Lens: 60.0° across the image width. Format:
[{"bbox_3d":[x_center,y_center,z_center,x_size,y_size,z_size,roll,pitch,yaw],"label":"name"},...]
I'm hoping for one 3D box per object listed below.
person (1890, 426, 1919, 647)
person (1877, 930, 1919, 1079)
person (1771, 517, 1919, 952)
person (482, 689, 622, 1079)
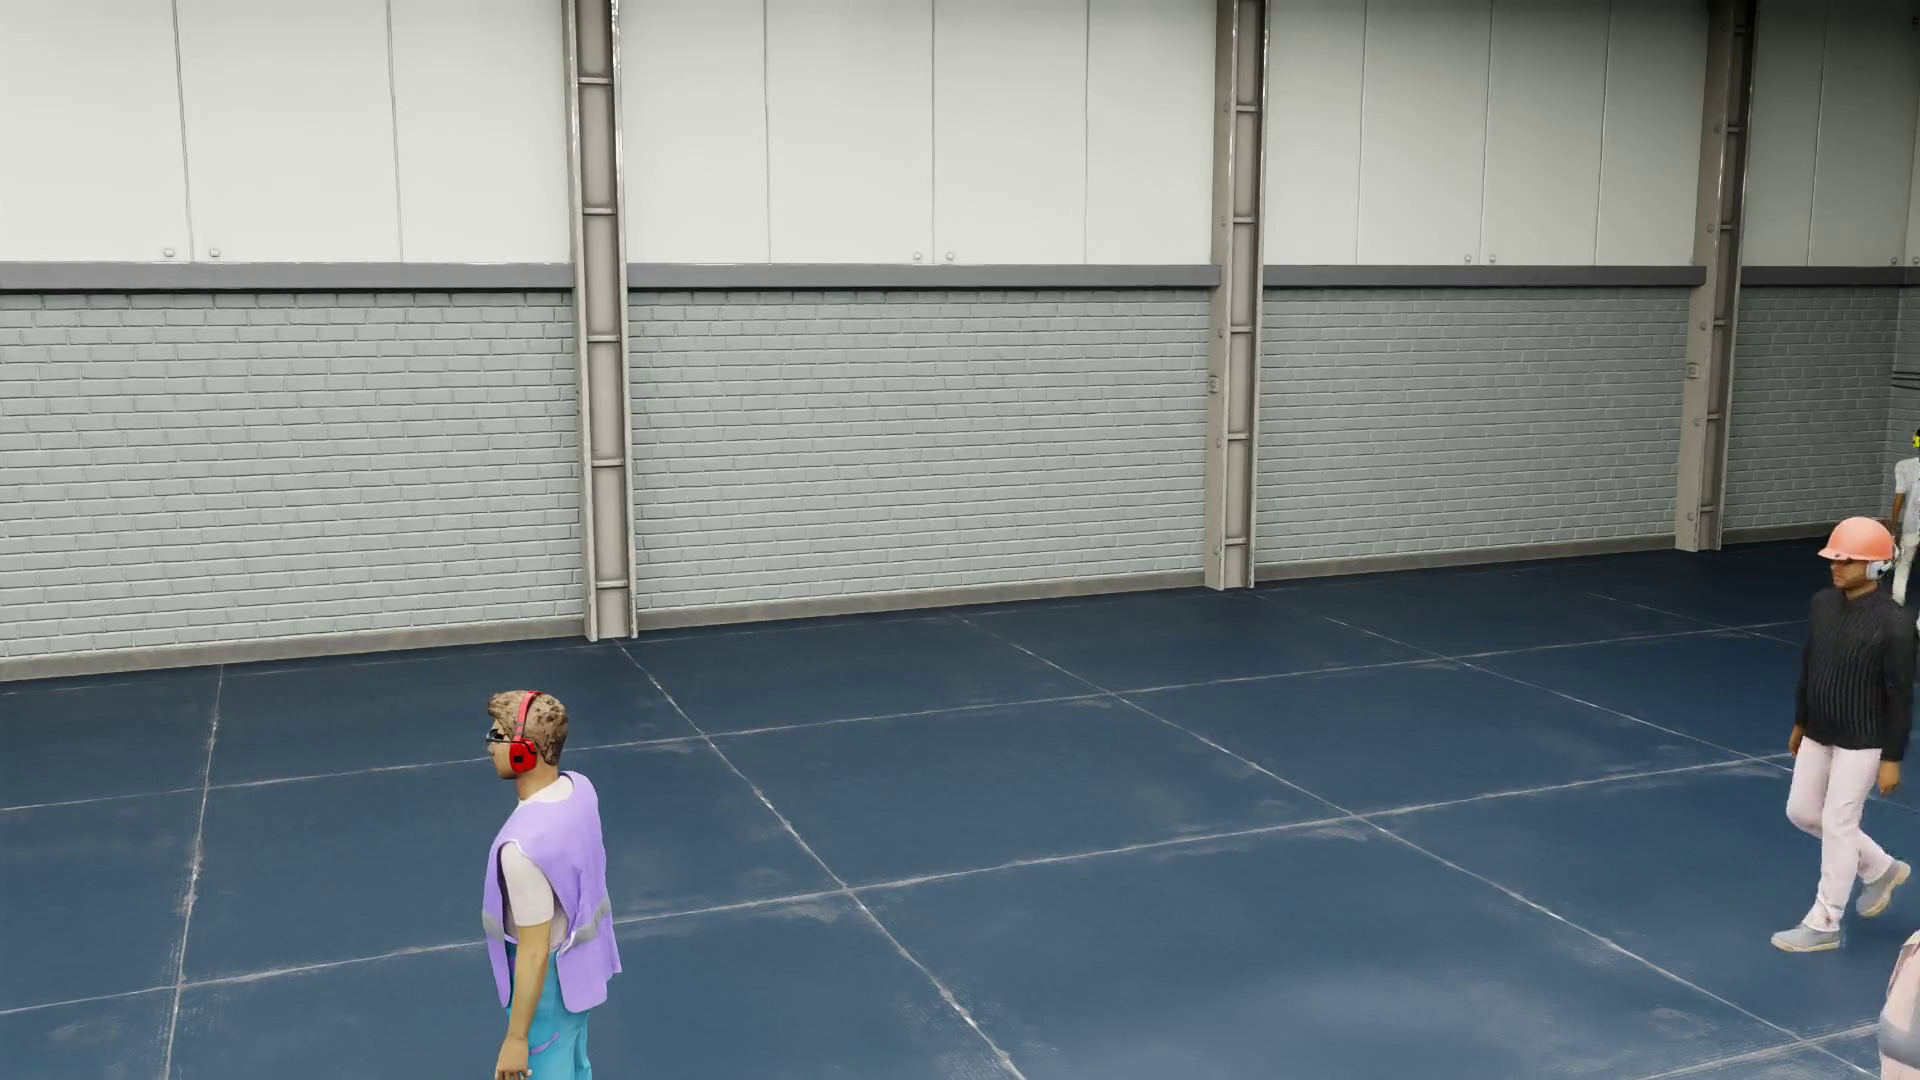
[{"bbox_3d":[7.973,-0.066,13.768,0.514,1.844,0.776,4,10,25],"label":"person"},{"bbox_3d":[2.595,1.474,4.168,0.554,1.826,0.628,5,10,29],"label":"person"},{"bbox_3d":[4.017,0.867,7.454,0.648,1.981,0.629,-2,9,-9],"label":"person"},{"bbox_3d":[-1.205,1.342,4.900,0.390,1.846,0.565,0,9,1],"label":"person"}]
